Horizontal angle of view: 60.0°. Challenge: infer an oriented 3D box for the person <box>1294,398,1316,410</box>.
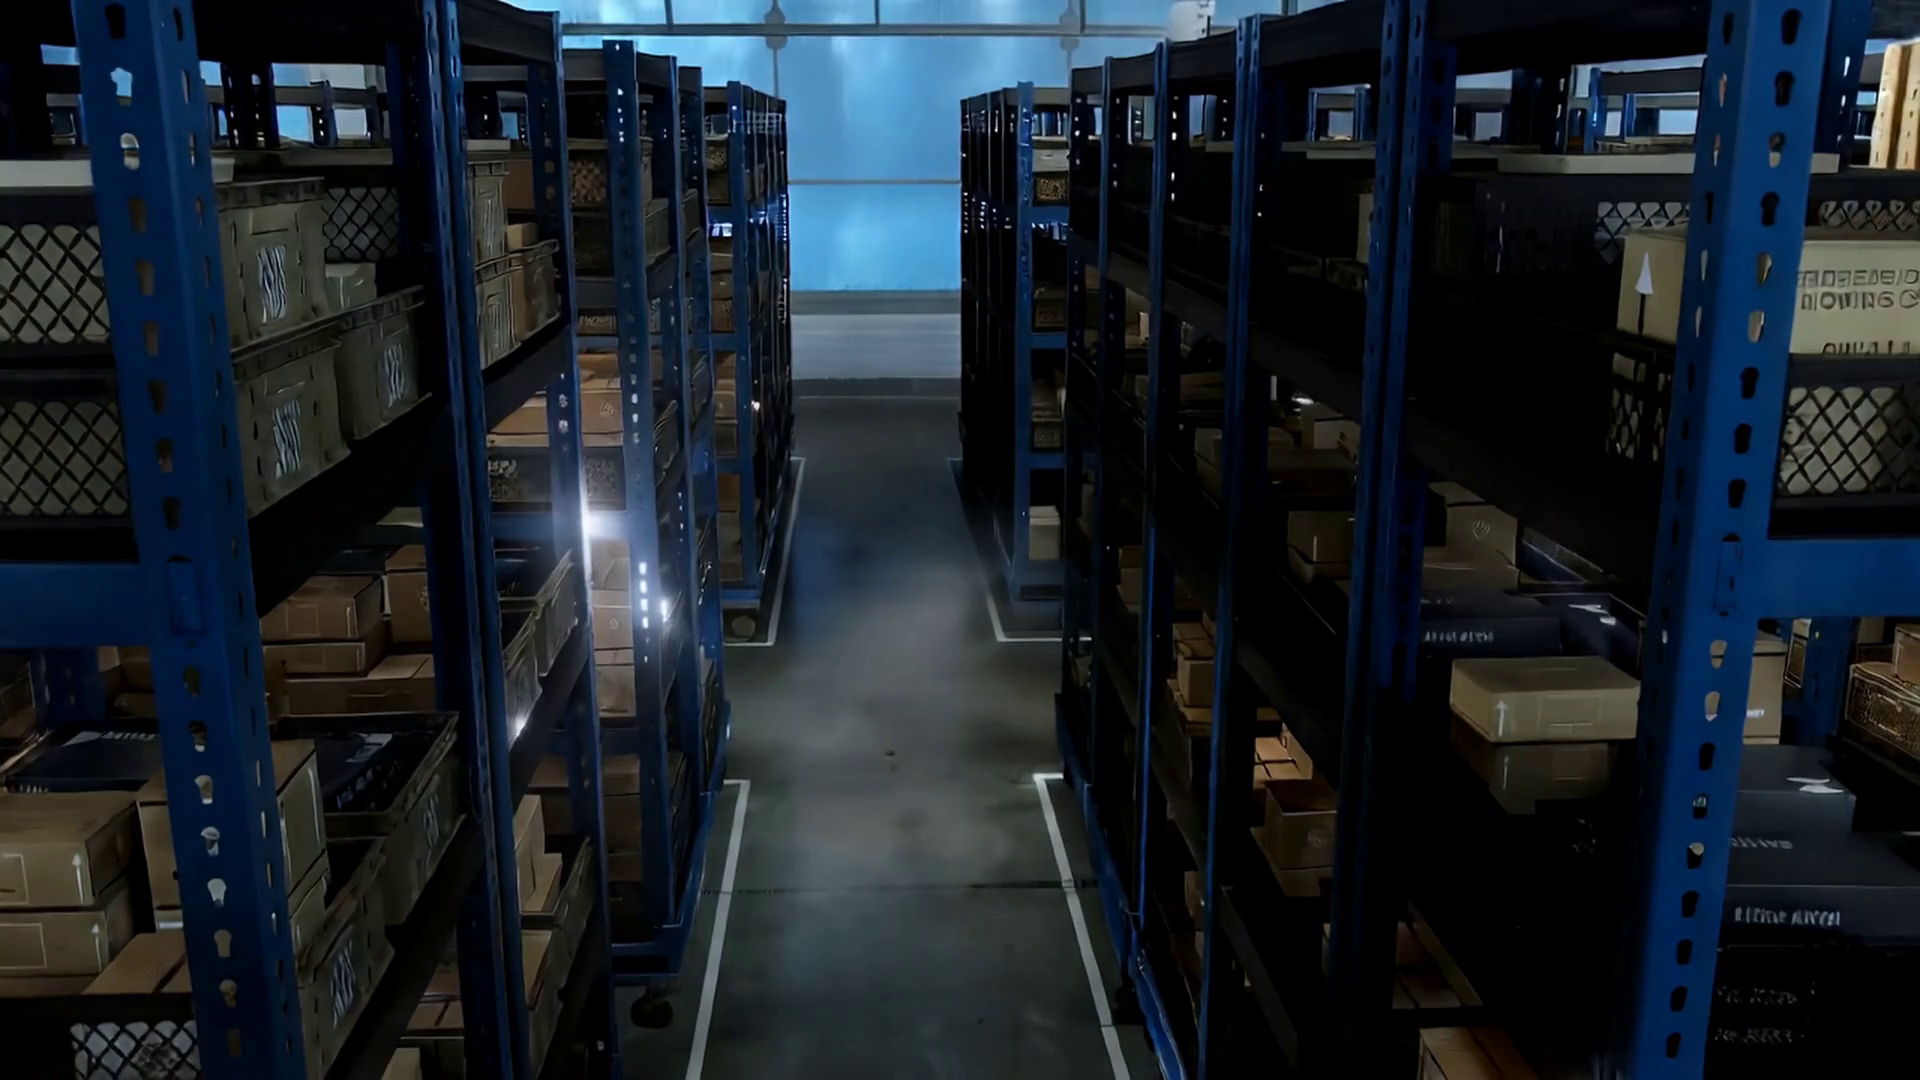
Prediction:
[{"bbox_3d":[1.930,0.087,9.619,0.590,1.833,0.404,-10,17,-35],"label":"person"}]
